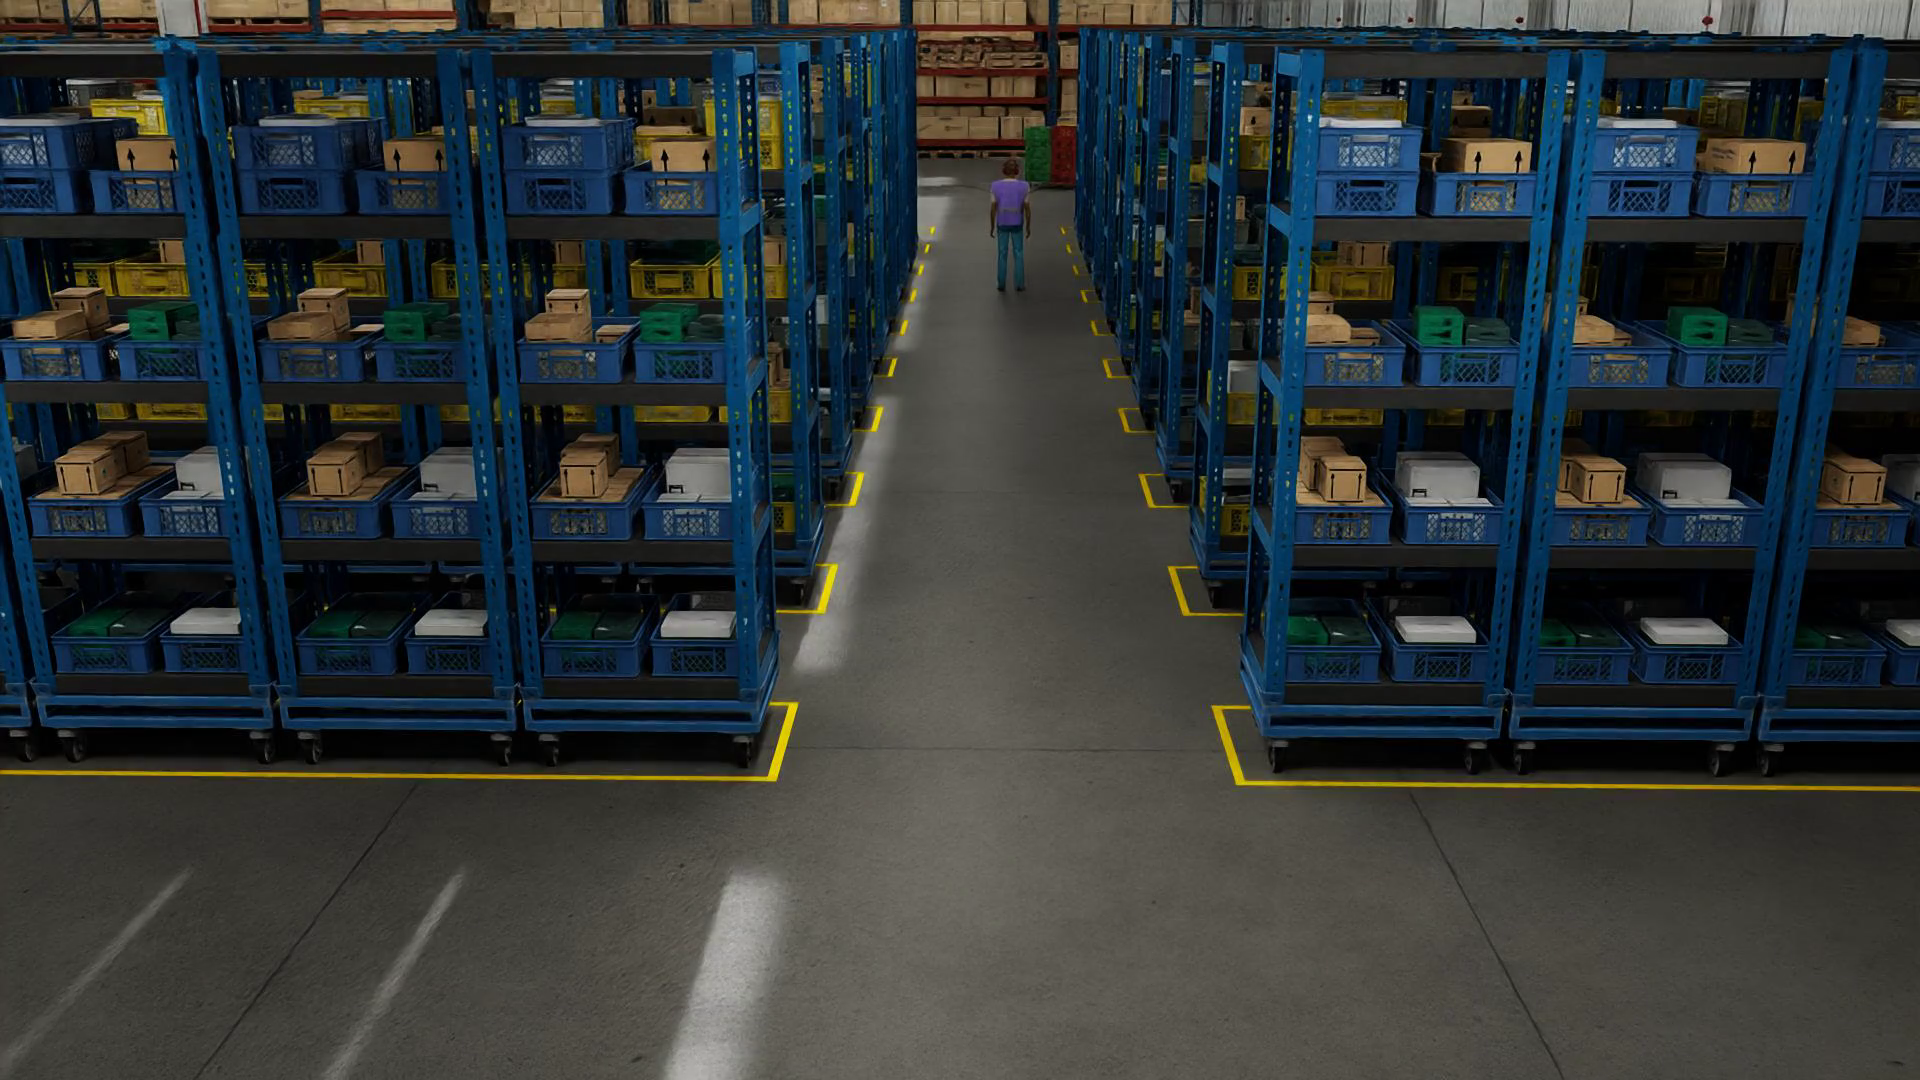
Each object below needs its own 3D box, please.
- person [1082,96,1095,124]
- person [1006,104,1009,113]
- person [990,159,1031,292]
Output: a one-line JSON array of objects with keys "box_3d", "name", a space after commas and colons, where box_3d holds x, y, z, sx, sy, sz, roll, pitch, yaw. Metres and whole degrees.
[{"box_3d": [3.294, -10.054, 41.287, 0.651, 1.904, 0.402, 0, 17, 1], "name": "person"}, {"box_3d": [1.436, -12.444, 48.851, 0.551, 1.932, 0.376, 0, 17, 1], "name": "person"}, {"box_3d": [0.707, -4.418, 23.423, 0.570, 1.840, 0.375, 0, 17, 1], "name": "person"}]
